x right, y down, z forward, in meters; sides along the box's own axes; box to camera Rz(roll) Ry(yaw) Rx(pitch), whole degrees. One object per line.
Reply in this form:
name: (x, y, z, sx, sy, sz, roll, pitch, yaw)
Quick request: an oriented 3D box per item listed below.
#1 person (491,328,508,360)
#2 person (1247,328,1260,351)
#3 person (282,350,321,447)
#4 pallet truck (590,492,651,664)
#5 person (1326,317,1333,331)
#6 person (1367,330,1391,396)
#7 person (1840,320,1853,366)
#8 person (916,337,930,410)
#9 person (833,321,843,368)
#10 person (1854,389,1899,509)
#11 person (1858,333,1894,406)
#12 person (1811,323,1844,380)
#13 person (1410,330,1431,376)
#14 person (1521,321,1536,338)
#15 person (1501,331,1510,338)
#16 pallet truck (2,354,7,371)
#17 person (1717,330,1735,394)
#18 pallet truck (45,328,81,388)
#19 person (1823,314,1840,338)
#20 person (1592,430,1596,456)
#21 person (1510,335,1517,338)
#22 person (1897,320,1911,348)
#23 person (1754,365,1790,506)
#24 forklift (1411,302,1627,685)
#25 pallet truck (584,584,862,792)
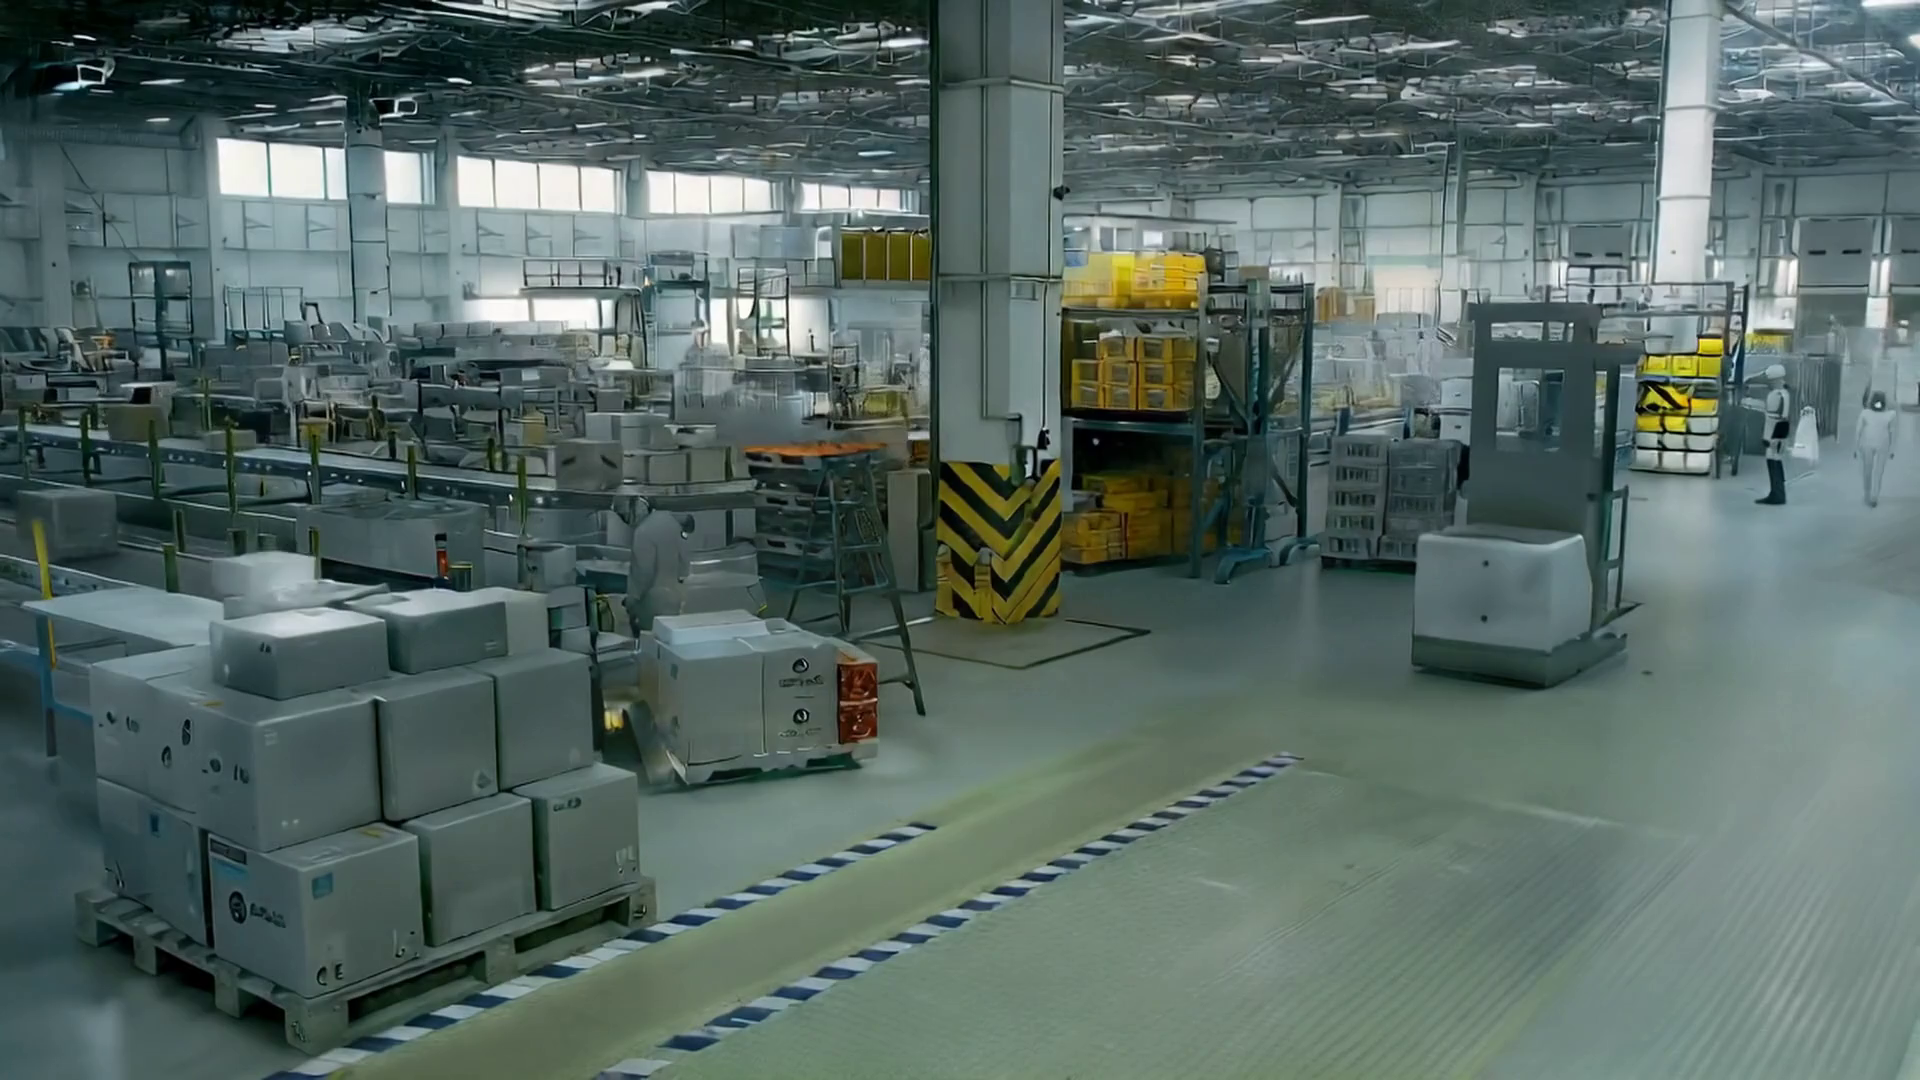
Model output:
person: (-11.992, -4.586, 43.749, 0.686, 2.007, 0.662, -6, 10, -35)
person: (11.538, -7.774, 65.534, 0.552, 1.917, 0.808, 4, 9, 25)
person: (-11.654, -2.417, 29.477, 0.640, 1.904, 0.401, -6, 10, -36)
pallet truck: (-3.115, 0.344, 12.883, 0.653, 1.274, 1.630, 7, 11, 37)
person: (16.131, -8.788, 72.487, 0.355, 1.884, 0.575, 1, 9, 9)
person: (11.846, -5.002, 47.041, 0.630, 1.858, 0.628, -3, 9, -20)
person: (35.219, -7.840, 66.209, 0.596, 1.847, 0.547, 3, 9, 22)
person: (-0.782, -4.086, 41.023, 0.598, 1.818, 0.513, -4, 9, -25)
person: (-4.608, -7.361, 63.002, 0.326, 1.842, 0.517, 6, 10, 35)
person: (12.397, -1.241, 22.522, 0.508, 1.609, 0.686, 6, 10, 33)
person: (23.612, -4.357, 42.636, 1.078, 1.892, 0.612, -1, 8, -5)
person: (29.056, -6.296, 55.606, 0.634, 1.910, 0.952, -8, 12, -44)
person: (13.308, -5.158, 48.224, 0.549, 1.816, 0.968, -5, 10, -31)
person: (24.632, -8.703, 72.145, 0.653, 1.808, 0.884, 1, 9, 7)
person: (16.907, -5.611, 51.577, 0.344, 1.731, 0.525, 0, 8, 1)
pallet truck: (-24.881, -4.417, 42.634, 1.885, 1.965, 0.823, 8, 11, 41)
person: (21.361, -4.906, 46.323, 1.052, 1.878, 0.560, -4, 9, -27)
pallet truck: (-23.775, -4.544, 43.495, 1.885, 1.965, 0.823, 6, 10, 35)
person: (37.672, -8.760, 71.918, 0.622, 1.994, 0.381, 5, 10, 31)
person: (8.594, -1.290, 22.824, 0.669, 1.610, 0.526, -1, 9, -7)
person: (14.937, -4.660, 45.079, 0.523, 1.758, 0.375, -7, 11, -41)
person: (35.211, -7.258, 62.046, 0.621, 1.914, 0.397, -5, 10, -29)
person: (11.151, -1.436, 22.807, 0.398, 1.925, 0.543, 8, 11, 41)
forklift: (4.379, -0.438, 12.852, 1.129, 2.768, 1.873, 7, 11, 37)
pallet truck: (-1.426, 0.805, 10.019, 1.601, 1.201, 0.680, -4, 9, -26)
